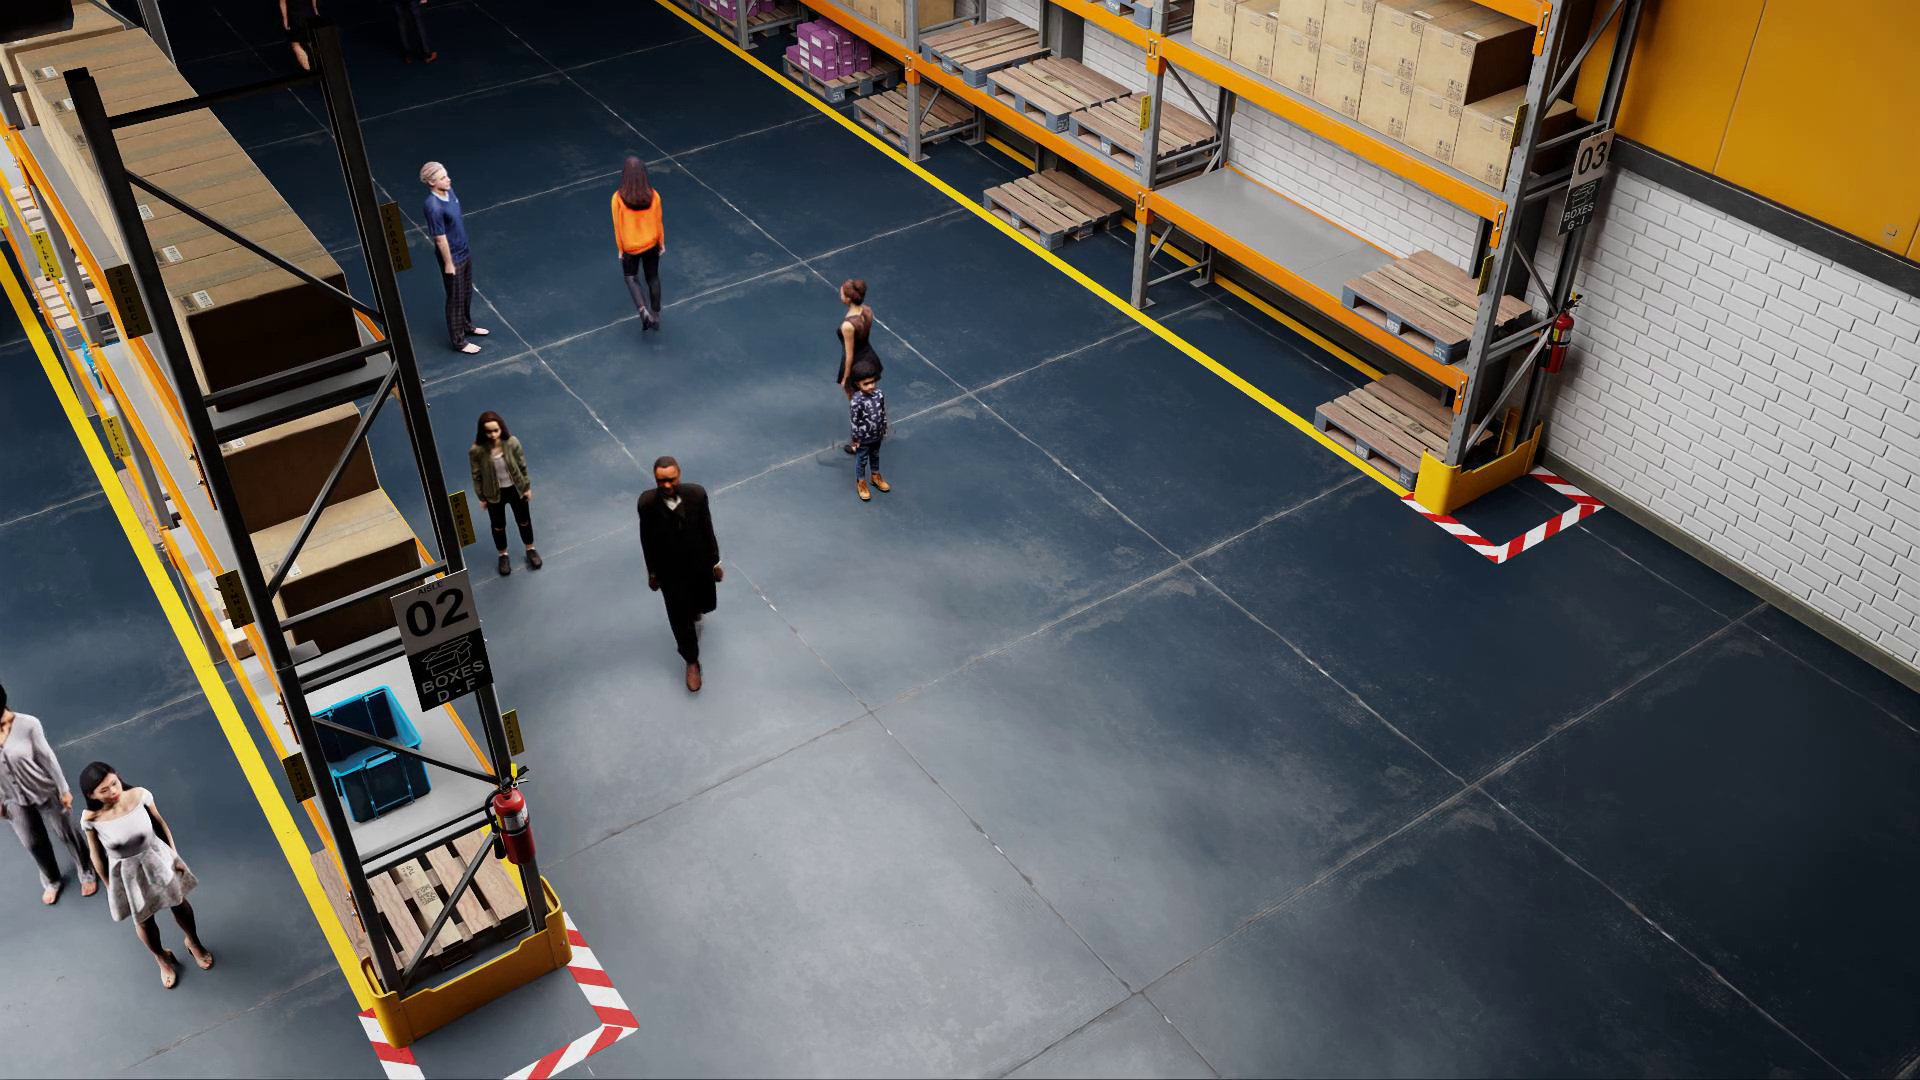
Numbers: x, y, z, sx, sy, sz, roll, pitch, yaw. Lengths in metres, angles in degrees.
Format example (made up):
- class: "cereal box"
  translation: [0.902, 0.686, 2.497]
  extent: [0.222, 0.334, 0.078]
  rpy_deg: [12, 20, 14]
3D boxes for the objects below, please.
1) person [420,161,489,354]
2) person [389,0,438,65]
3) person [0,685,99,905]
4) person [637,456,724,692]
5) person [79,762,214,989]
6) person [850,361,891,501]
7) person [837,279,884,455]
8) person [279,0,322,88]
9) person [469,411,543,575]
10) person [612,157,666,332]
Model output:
- class: "person"
  translation: [-4.723, -2.656, 15.479]
  extent: [0.792, 1.871, 0.700]
  rpy_deg: [2, 39, 3]
- class: "person"
  translation: [-6.977, -6.824, 20.756]
  extent: [0.801, 1.798, 0.843]
  rpy_deg: [3, 39, 3]
- class: "person"
  translation: [-5.752, 1.536, 10.310]
  extent: [0.653, 1.772, 0.640]
  rpy_deg: [-8, 39, -10]
- class: "person"
  translation: [-1.987, 0.141, 11.971]
  extent: [0.977, 1.878, 1.236]
  rpy_deg: [-8, 39, -10]
- class: "person"
  translation: [-4.794, 1.962, 9.777]
  extent: [0.641, 1.771, 0.621]
  rpy_deg: [-25, 45, -28]
- class: "person"
  translation: [-0.760, -0.927, 13.811]
  extent: [0.501, 1.251, 0.495]
  rpy_deg: [-26, 45, -29]
- class: "person"
  translation: [-0.863, -1.483, 14.165]
  extent: [0.699, 1.677, 0.673]
  rpy_deg: [17, 42, 21]
- class: "person"
  translation: [-7.910, -6.256, 20.122]
  extent: [0.694, 1.701, 0.724]
  rpy_deg: [30, 47, 32]
- class: "person"
  translation: [-3.551, -0.385, 12.953]
  extent: [0.618, 1.474, 0.562]
  rpy_deg: [-14, 41, -17]
- class: "person"
  translation: [-2.990, -2.724, 15.680]
  extent: [0.713, 1.727, 0.827]
  rpy_deg: [-16, 41, -19]
